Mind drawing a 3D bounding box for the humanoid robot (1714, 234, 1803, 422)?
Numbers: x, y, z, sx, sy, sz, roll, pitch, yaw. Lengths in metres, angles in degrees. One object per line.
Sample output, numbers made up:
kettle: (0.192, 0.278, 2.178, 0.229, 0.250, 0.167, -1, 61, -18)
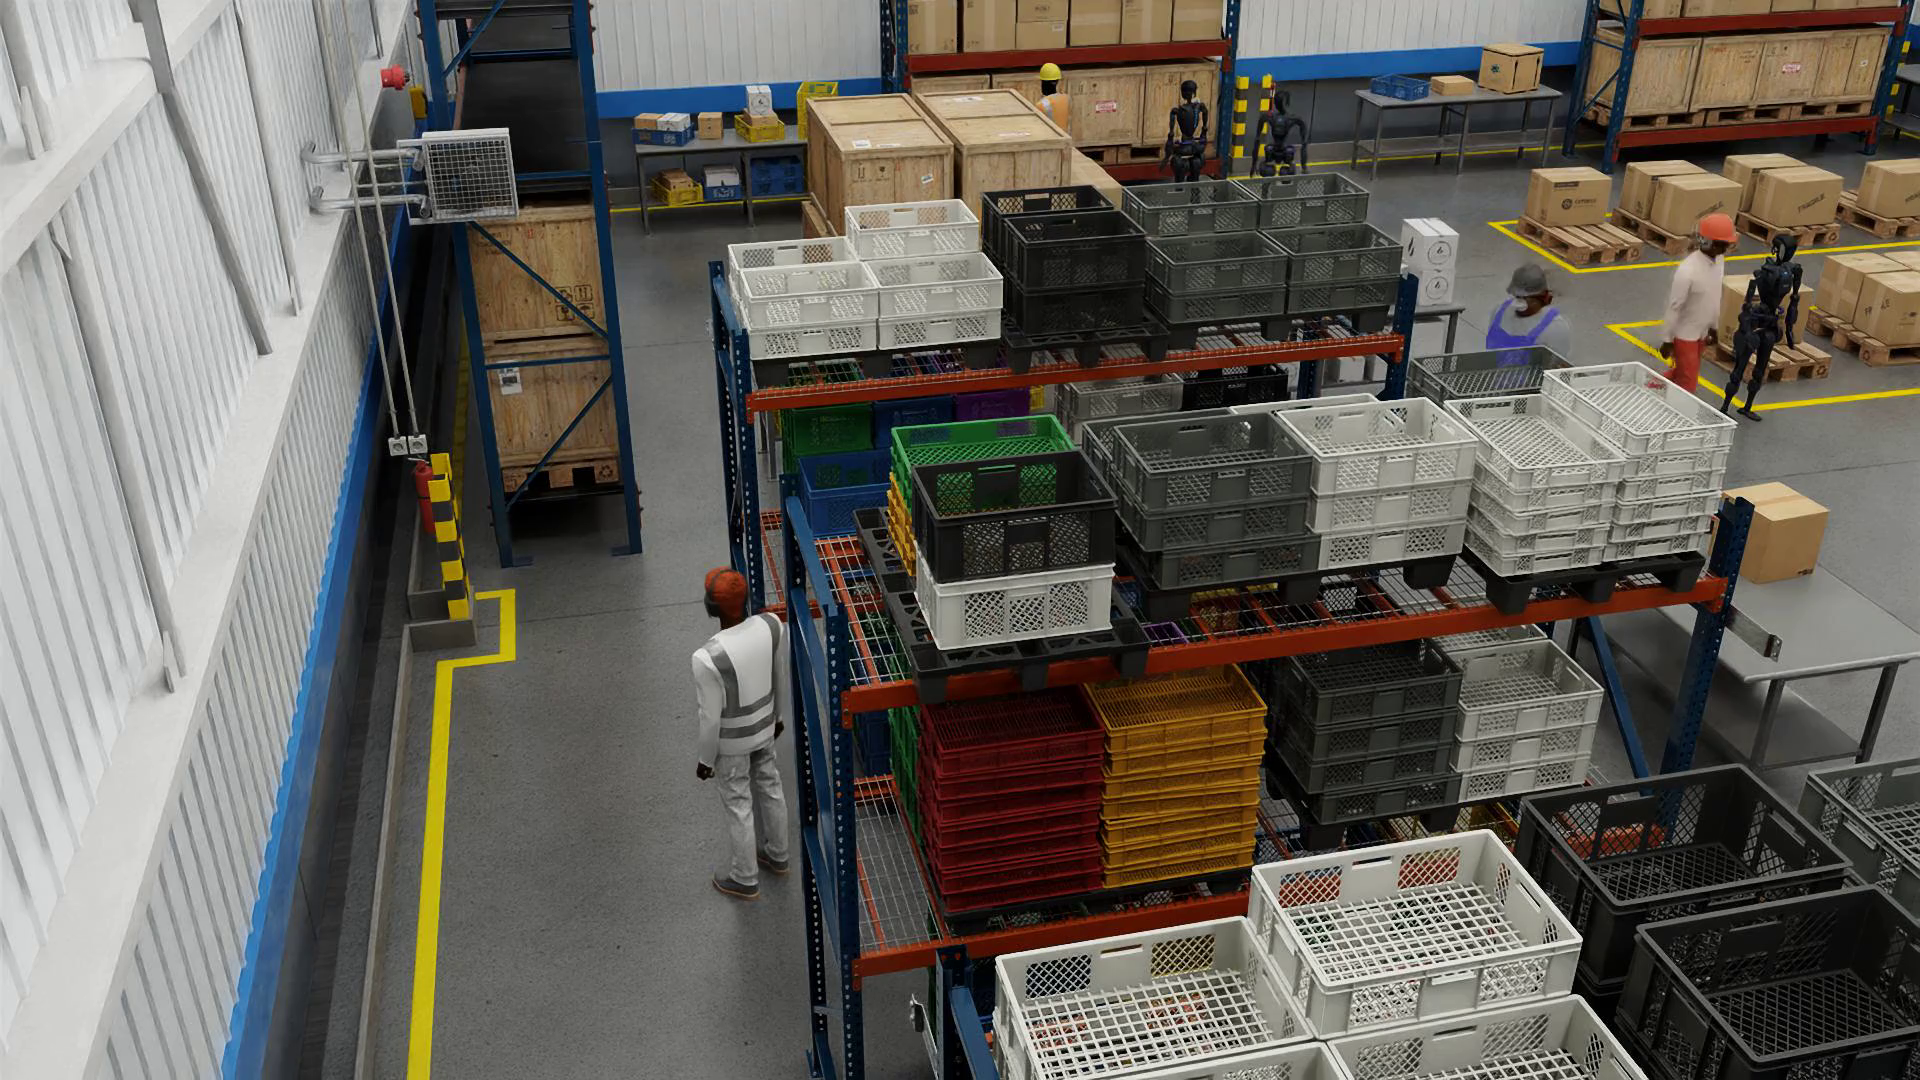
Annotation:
humanoid robot: (6.695, -1.756, 13.866, 0.562, 1.650, 0.357, -10, 29, -18)

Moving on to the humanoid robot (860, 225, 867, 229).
humanoid robot: (-0.849, -1.851, 14.035, 0.327, 1.654, 0.591, -18, 33, -30)

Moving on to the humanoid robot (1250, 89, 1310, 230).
humanoid robot: (3.563, -4.172, 18.452, 0.691, 1.647, 0.370, 10, 29, 19)

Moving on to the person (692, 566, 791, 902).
person: (-1.107, 0.986, 8.443, 0.337, 1.882, 0.581, 20, 34, 33)

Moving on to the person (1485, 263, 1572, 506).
person: (3.968, -1.034, 12.109, 0.711, 2.000, 0.690, -21, 34, -34)

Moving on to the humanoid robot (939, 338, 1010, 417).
humanoid robot: (0.105, -1.084, 12.576, 0.591, 1.657, 0.327, 3, 28, 6)

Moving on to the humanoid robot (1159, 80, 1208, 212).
humanoid robot: (2.550, -4.357, 18.785, 0.601, 1.659, 0.328, -16, 32, -27)

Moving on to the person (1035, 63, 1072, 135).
person: (0.982, -4.299, 18.425, 0.373, 1.925, 0.593, 21, 34, 34)

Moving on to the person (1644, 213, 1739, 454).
person: (5.882, -1.717, 13.490, 0.622, 1.970, 0.807, -23, 35, -36)
